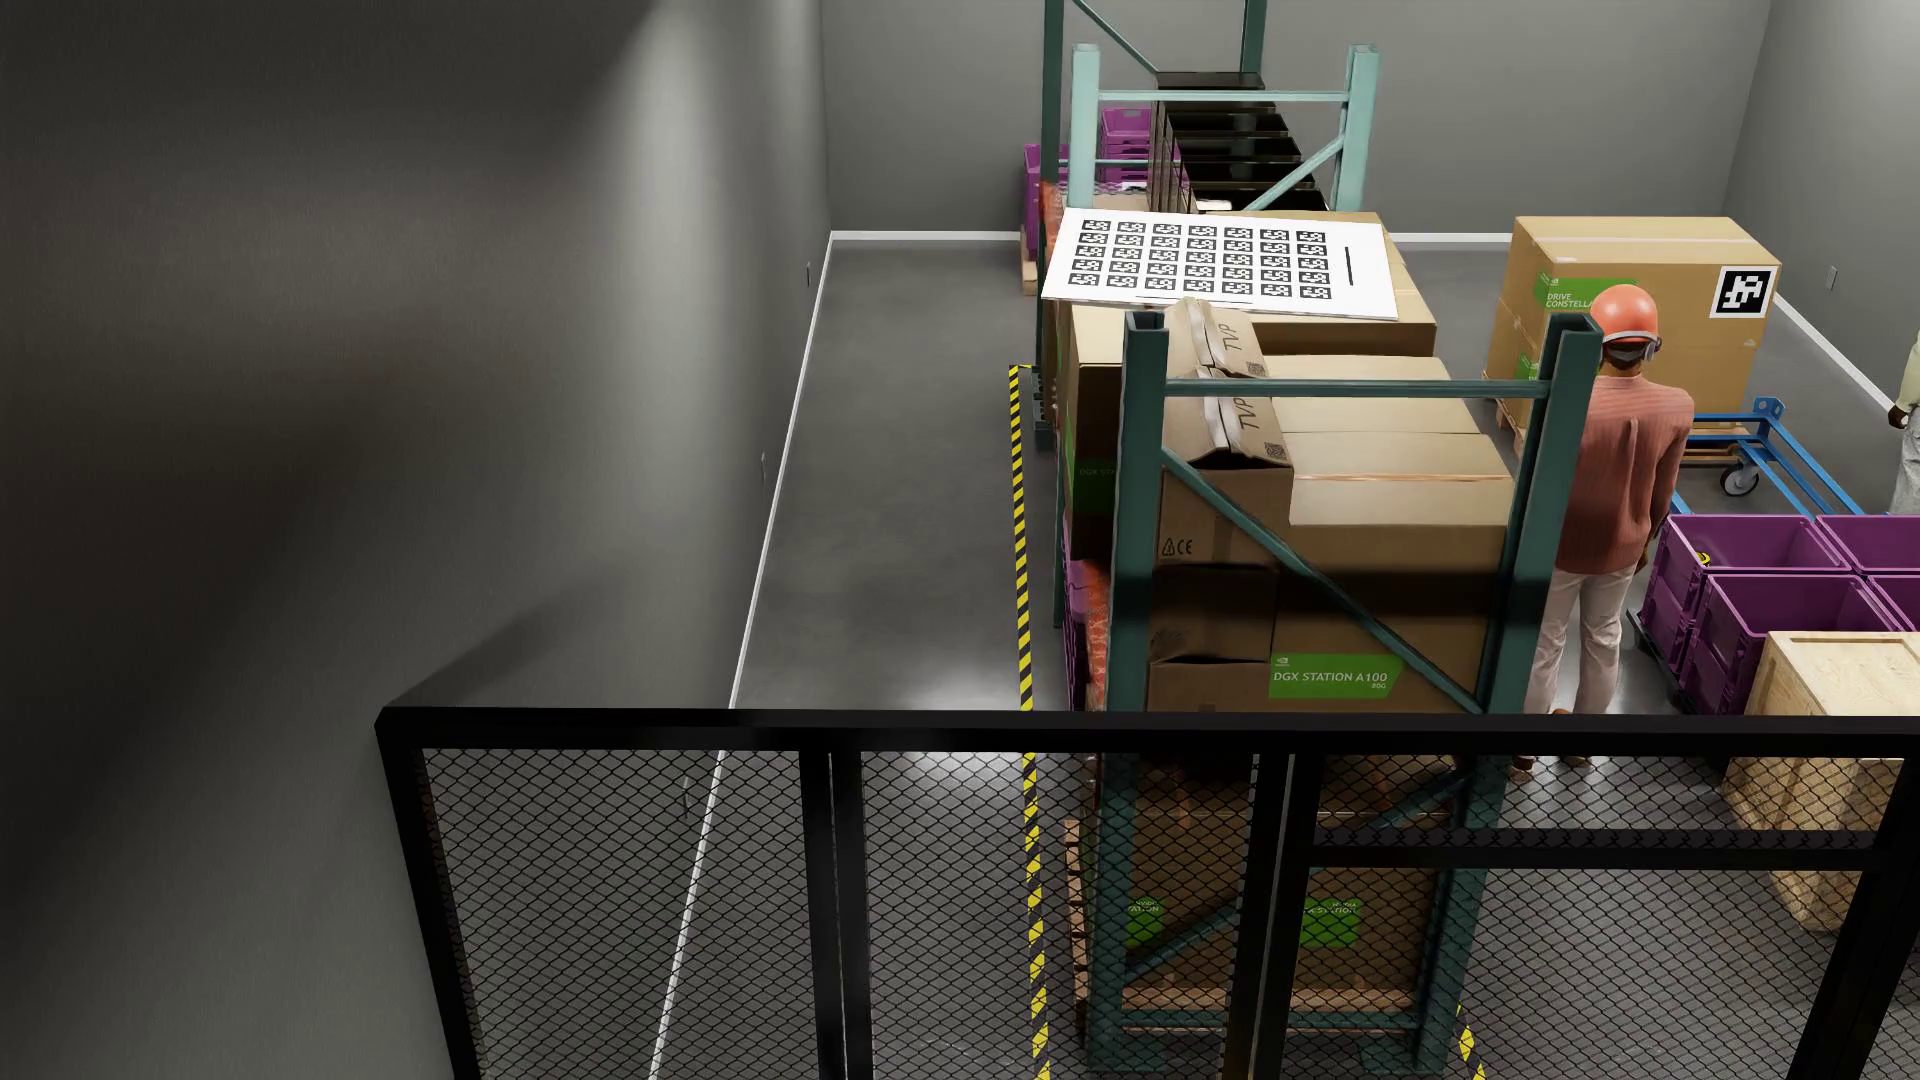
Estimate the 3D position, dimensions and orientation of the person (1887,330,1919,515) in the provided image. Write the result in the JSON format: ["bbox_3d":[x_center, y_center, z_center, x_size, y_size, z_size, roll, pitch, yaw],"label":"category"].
[{"bbox_3d":[4.452,-0.643,7.384,0.590,1.833,0.404,2,31,3],"label":"person"}]

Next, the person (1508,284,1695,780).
[{"bbox_3d":[2.297,0.008,6.156,0.611,1.987,0.389,-7,32,-11],"label":"person"}]
